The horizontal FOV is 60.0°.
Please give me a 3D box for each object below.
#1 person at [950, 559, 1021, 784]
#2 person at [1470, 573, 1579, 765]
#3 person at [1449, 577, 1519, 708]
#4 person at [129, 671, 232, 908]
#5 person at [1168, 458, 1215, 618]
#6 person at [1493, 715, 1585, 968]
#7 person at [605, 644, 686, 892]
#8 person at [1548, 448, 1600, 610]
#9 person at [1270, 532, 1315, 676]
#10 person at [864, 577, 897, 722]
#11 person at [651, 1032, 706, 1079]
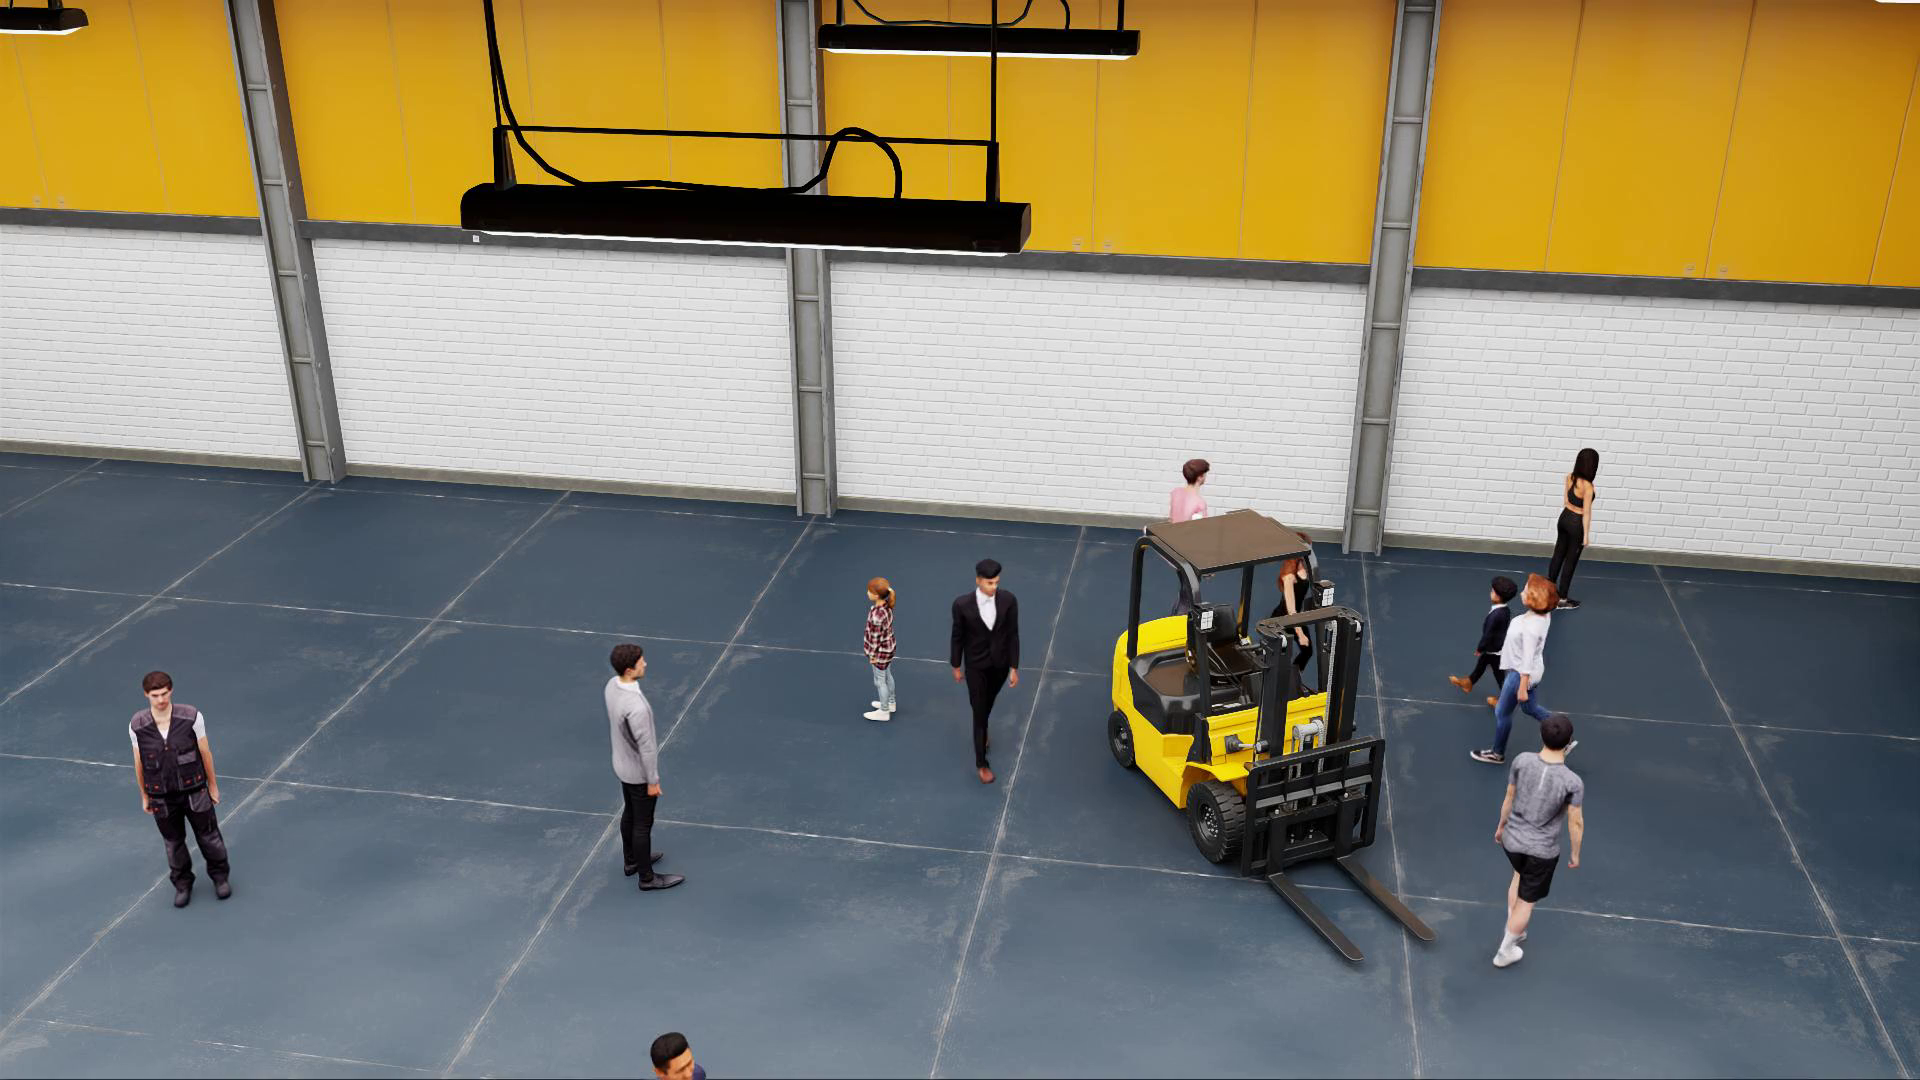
[{"bbox_3d":[0.209,0.968,13.536,1.230,1.826,1.065,-4,24,-10],"label":"person"},{"bbox_3d":[4.663,1.082,13.442,1.114,1.692,0.860,12,26,26],"label":"person"},{"bbox_3d":[4.703,0.916,14.441,0.894,1.195,0.731,17,29,33],"label":"person"},{"bbox_3d":[-5.514,1.743,11.741,0.705,1.843,0.813,-8,25,-17],"label":"person"},{"bbox_3d":[1.990,0.195,15.158,0.816,1.944,0.768,-13,27,-28],"label":"person"},{"bbox_3d":[3.751,2.045,11.036,0.929,1.854,0.852,-21,31,-39],"label":"person"},{"bbox_3d":[-2.338,1.611,11.946,0.870,1.922,0.827,-14,27,-29],"label":"person"},{"bbox_3d":[5.984,-0.126,16.269,0.638,1.641,0.610,-9,25,-19],"label":"person"},{"bbox_3d":[2.738,0.692,14.313,0.822,1.708,0.741,15,28,30],"label":"person"},{"bbox_3d":[-0.667,0.926,14.284,0.513,1.304,0.539,6,24,14],"label":"person"},{"bbox_3d":[-1.510,3.193,8.507,0.747,1.776,0.756,13,27,28],"label":"person"}]
